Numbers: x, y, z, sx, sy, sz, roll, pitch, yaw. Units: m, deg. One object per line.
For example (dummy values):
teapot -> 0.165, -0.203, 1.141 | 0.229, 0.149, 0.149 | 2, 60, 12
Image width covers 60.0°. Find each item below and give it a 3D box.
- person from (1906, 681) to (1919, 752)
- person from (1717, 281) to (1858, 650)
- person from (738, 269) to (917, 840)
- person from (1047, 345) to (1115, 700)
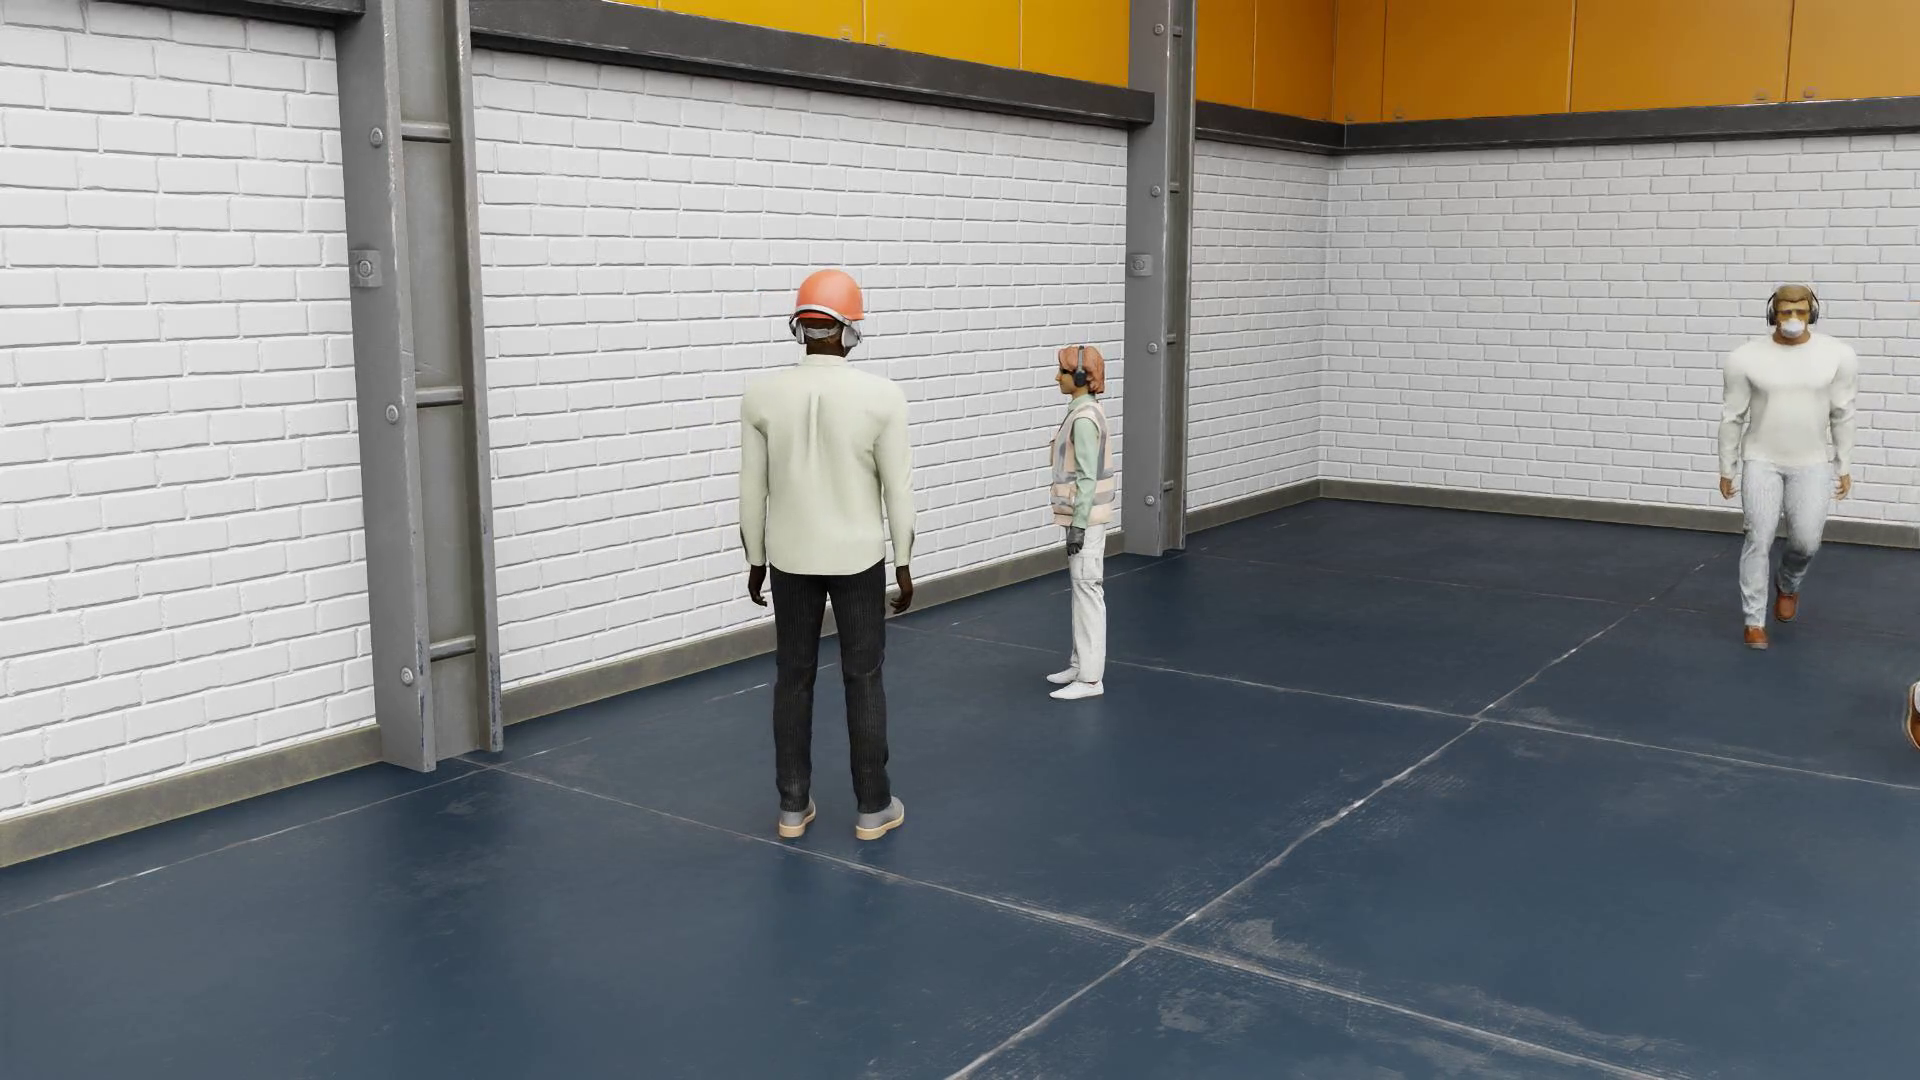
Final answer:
person -> 3.959, 0.046, 6.300 | 0.587, 1.870, 0.660 | 0, 10, 2
person -> 4.322, -0.396, 8.743 | 0.660, 1.922, 0.608 | 4, 10, 21
person -> -0.456, 0.057, 5.835 | 0.623, 1.992, 0.396 | 1, 10, 8
person -> 0.563, -0.082, 7.721 | 0.309, 1.641, 0.514 | 0, 10, 2
